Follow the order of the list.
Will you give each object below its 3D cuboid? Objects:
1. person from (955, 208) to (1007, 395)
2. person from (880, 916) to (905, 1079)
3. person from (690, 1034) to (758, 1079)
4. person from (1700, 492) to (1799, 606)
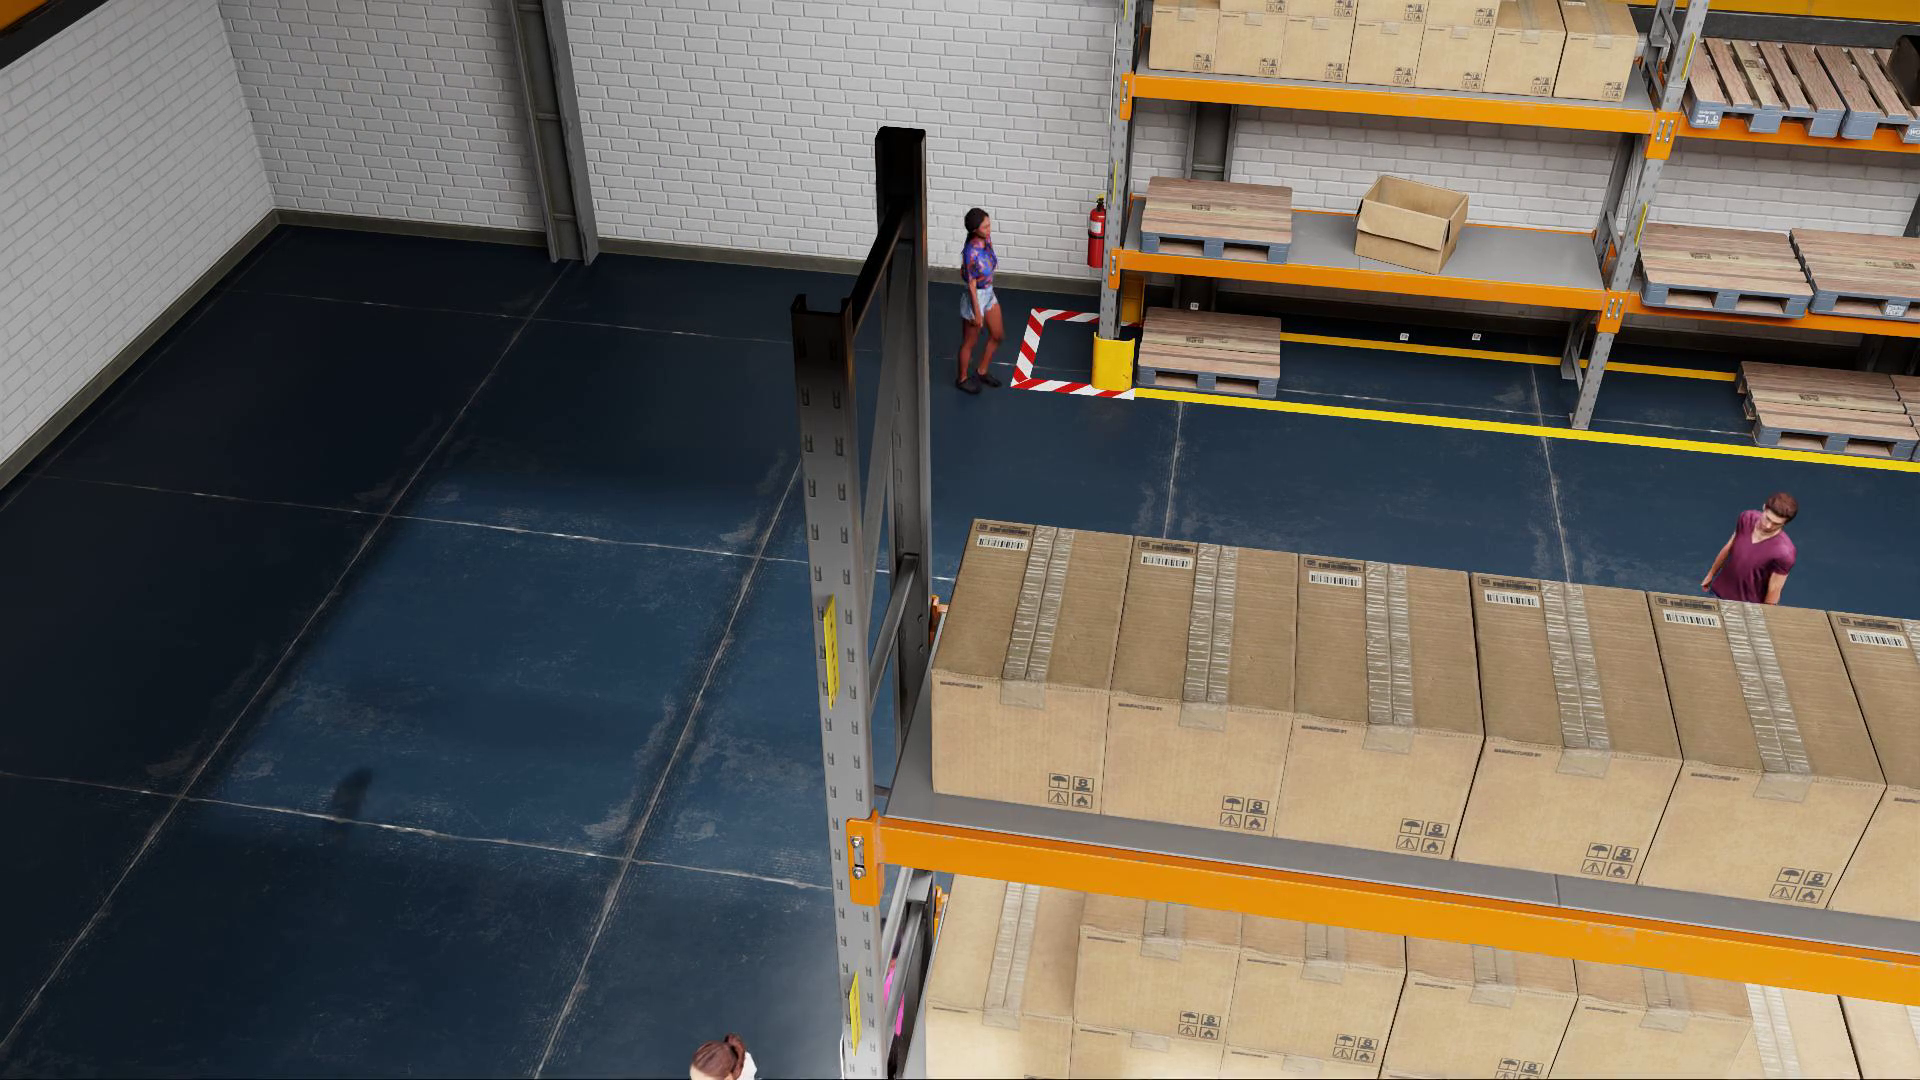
[{"bbox_3d":[0.069,-1.985,13.829,0.720,1.726,0.683,18,42,21],"label":"person"},{"bbox_3d":[-0.189,2.411,8.365,1.094,1.676,0.955,-11,40,-13],"label":"person"},{"bbox_3d":[-0.974,2.817,7.862,1.002,1.670,0.972,-29,47,-31],"label":"person"},{"bbox_3d":[5.122,0.390,10.798,1.223,1.798,0.927,-4,39,-5],"label":"person"}]
